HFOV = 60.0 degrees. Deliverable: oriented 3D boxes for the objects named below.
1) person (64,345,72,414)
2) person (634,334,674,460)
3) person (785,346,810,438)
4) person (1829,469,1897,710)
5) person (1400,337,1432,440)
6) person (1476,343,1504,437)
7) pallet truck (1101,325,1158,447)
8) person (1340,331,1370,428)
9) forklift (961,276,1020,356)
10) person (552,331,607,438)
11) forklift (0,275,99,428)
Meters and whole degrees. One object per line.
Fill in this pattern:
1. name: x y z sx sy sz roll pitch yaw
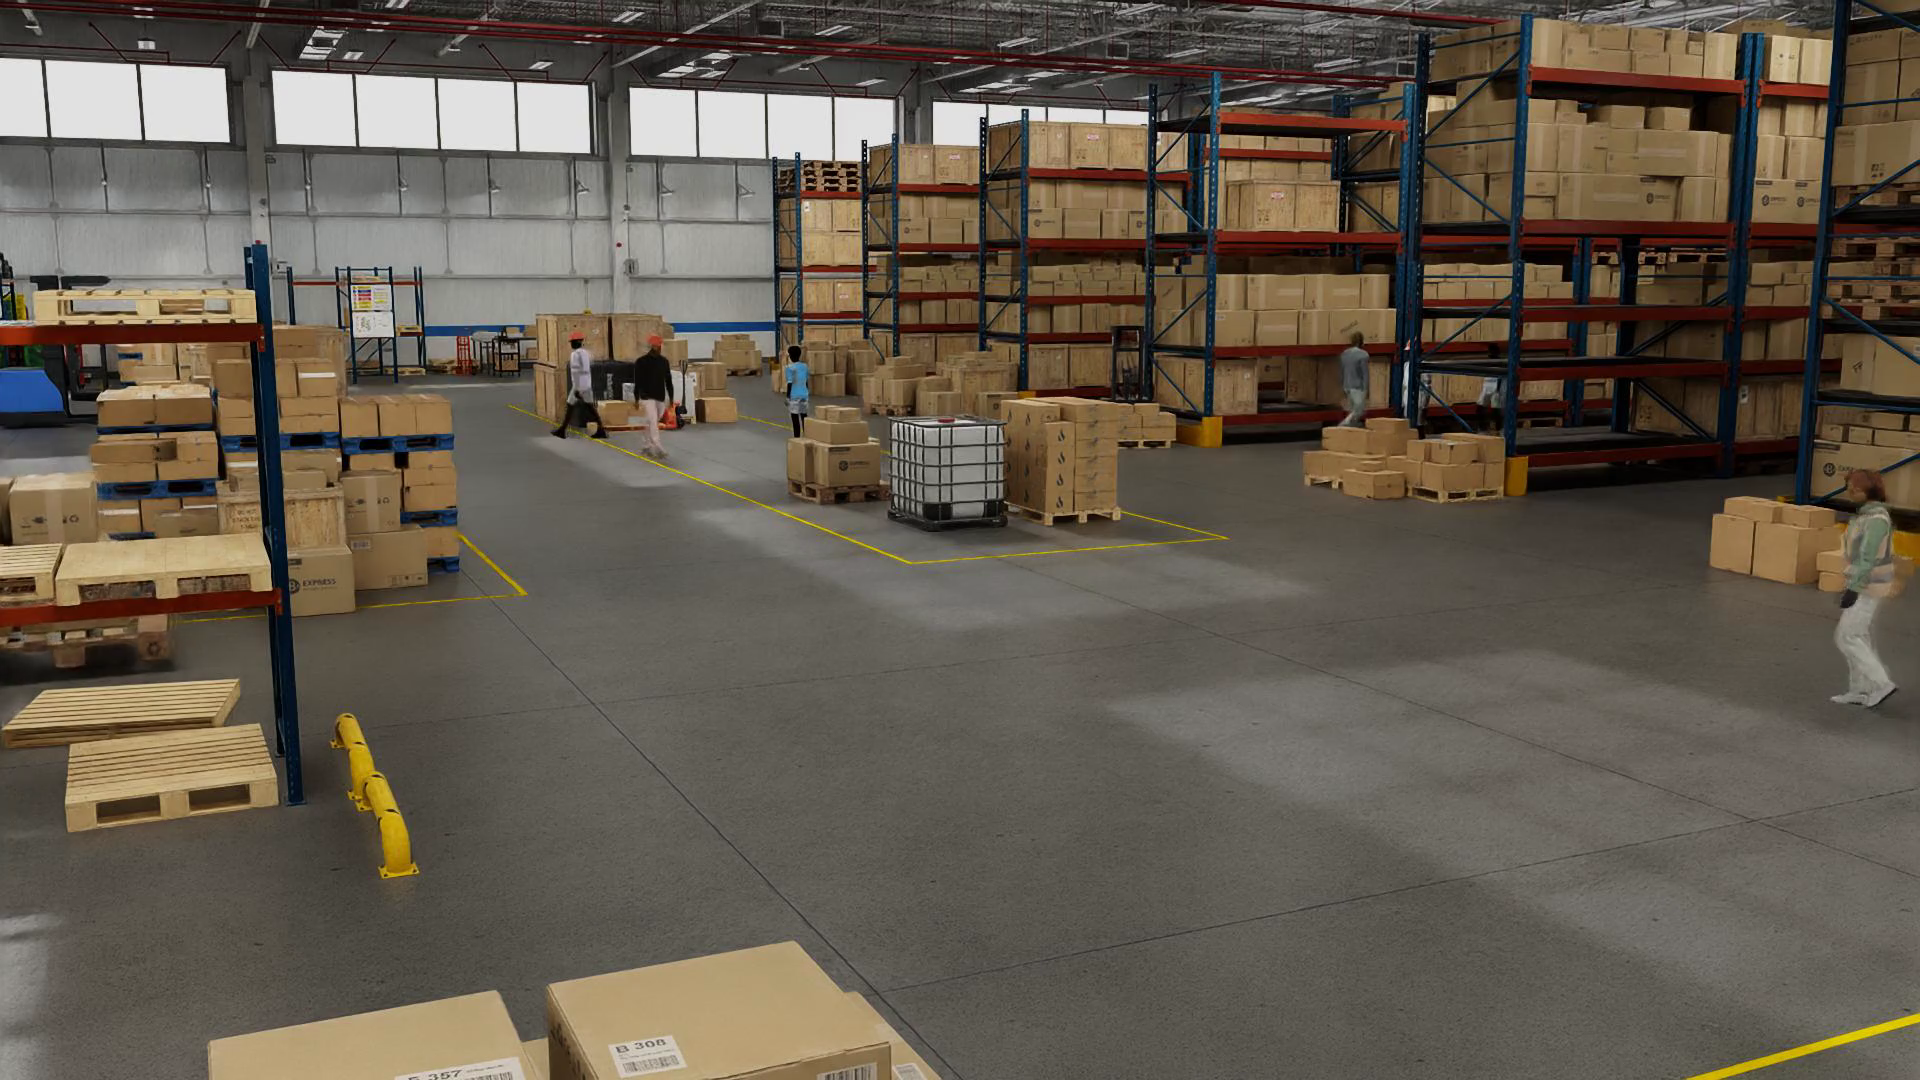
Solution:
1. person: -17.963 -3.398 33.136 0.375 1.932 0.624 -3 10 -19
2. person: -4.760 -2.231 25.885 0.618 1.936 1.046 -8 12 -40
3. person: -2.671 -2.340 27.284 0.322 1.691 0.535 7 11 36
4. person: 5.913 0.333 10.899 0.379 1.619 0.551 3 10 16
5. person: 6.677 -2.008 24.462 0.375 1.939 0.546 -4 10 -25
6. person: 9.043 -2.519 28.426 0.584 1.676 0.541 -4 10 -26
7. pallet truck: 2.881 -2.596 27.923 0.823 1.965 1.885 -1 9 -7
8. person: 6.538 -2.517 27.669 0.603 1.925 0.649 -4 10 -22
9. forklift: 1.041 -4.549 37.310 1.873 2.768 1.129 -4 10 -25
10. person: -6.609 -2.686 28.885 0.972 1.879 0.552 4 10 21
11. forklift: -17.011 -3.559 31.168 1.873 2.768 1.129 -4 10 -25
